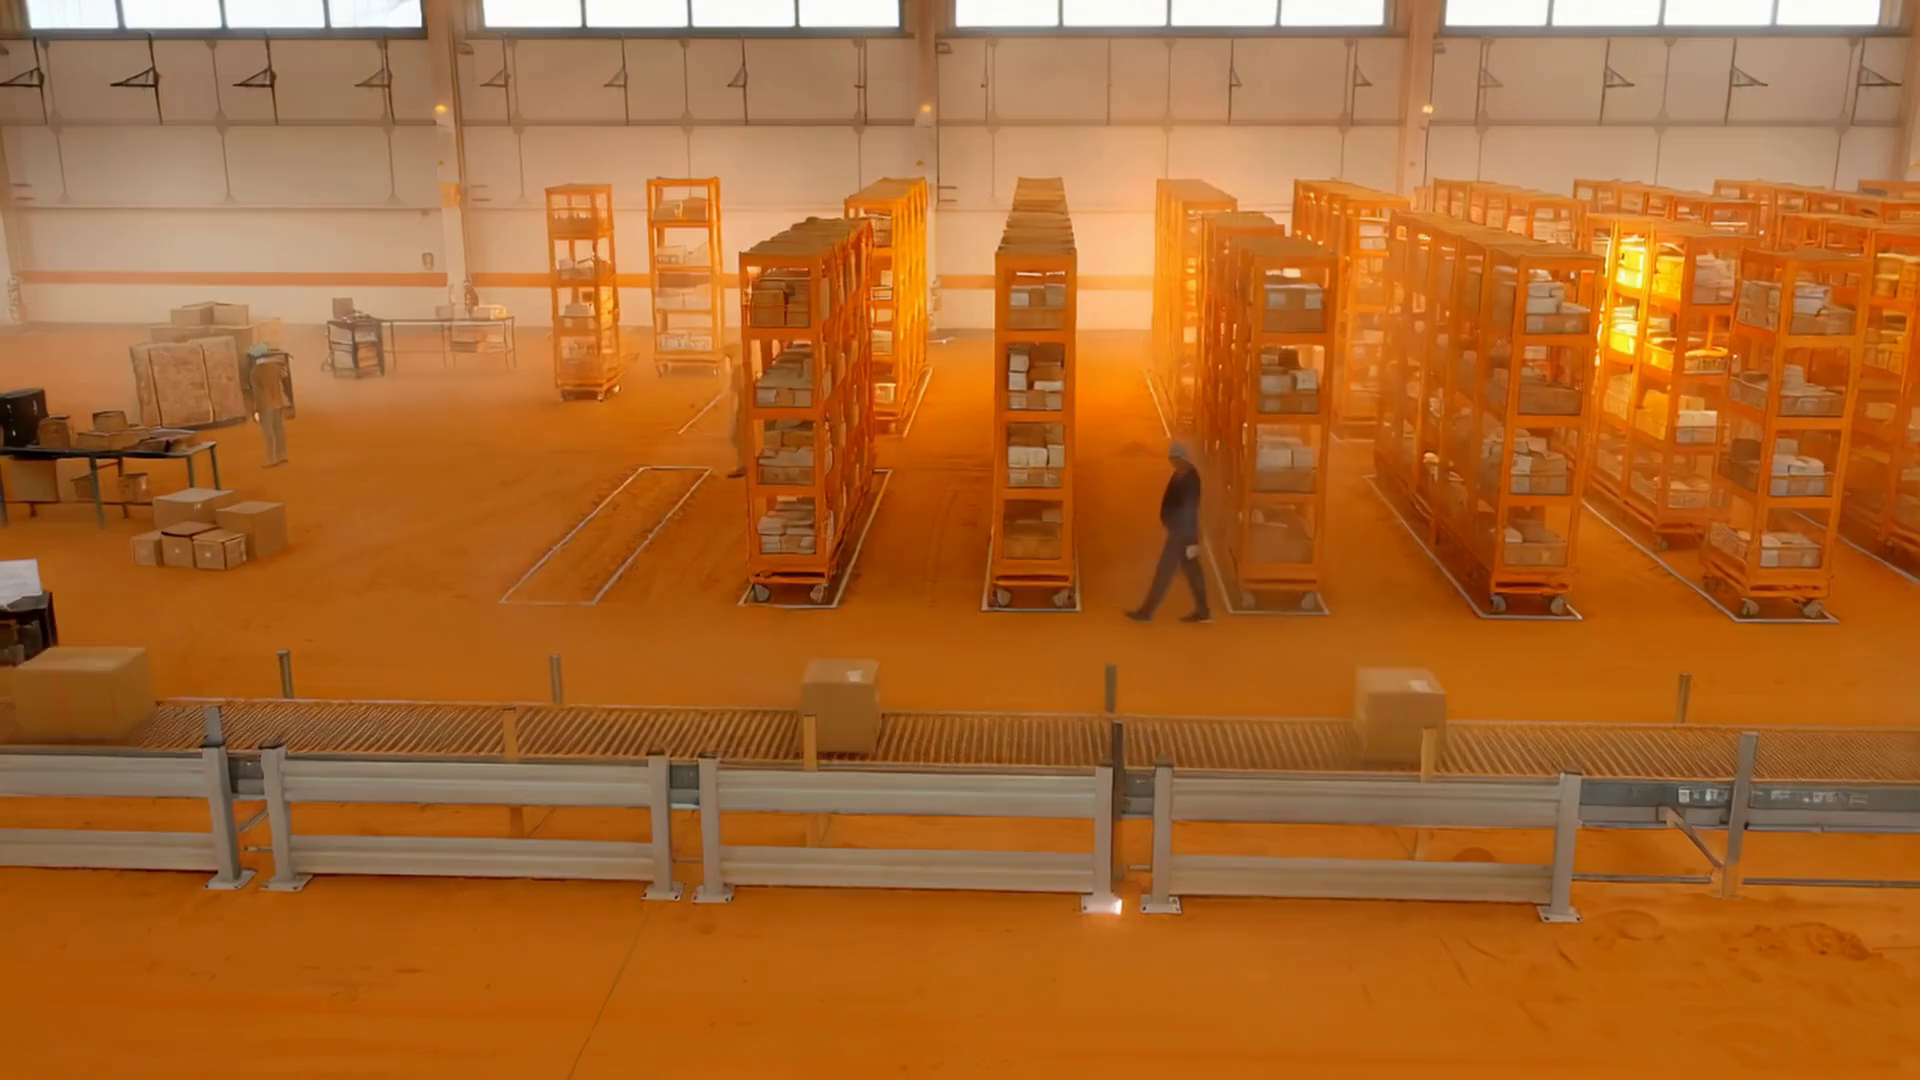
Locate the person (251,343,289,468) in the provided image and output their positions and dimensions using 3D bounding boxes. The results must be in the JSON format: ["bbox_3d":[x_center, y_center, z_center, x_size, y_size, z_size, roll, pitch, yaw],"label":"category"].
[{"bbox_3d":[-9.666,-1.880,23.207,0.338,1.744,0.560,6,16,20],"label":"person"}]

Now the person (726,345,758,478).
[{"bbox_3d":[-2.961,-1.736,22.504,0.457,1.828,0.595,-3,15,-11],"label":"person"}]

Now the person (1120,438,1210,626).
[{"bbox_3d":[2.041,-0.072,16.254,0.952,1.860,0.678,1,15,4],"label":"person"}]
